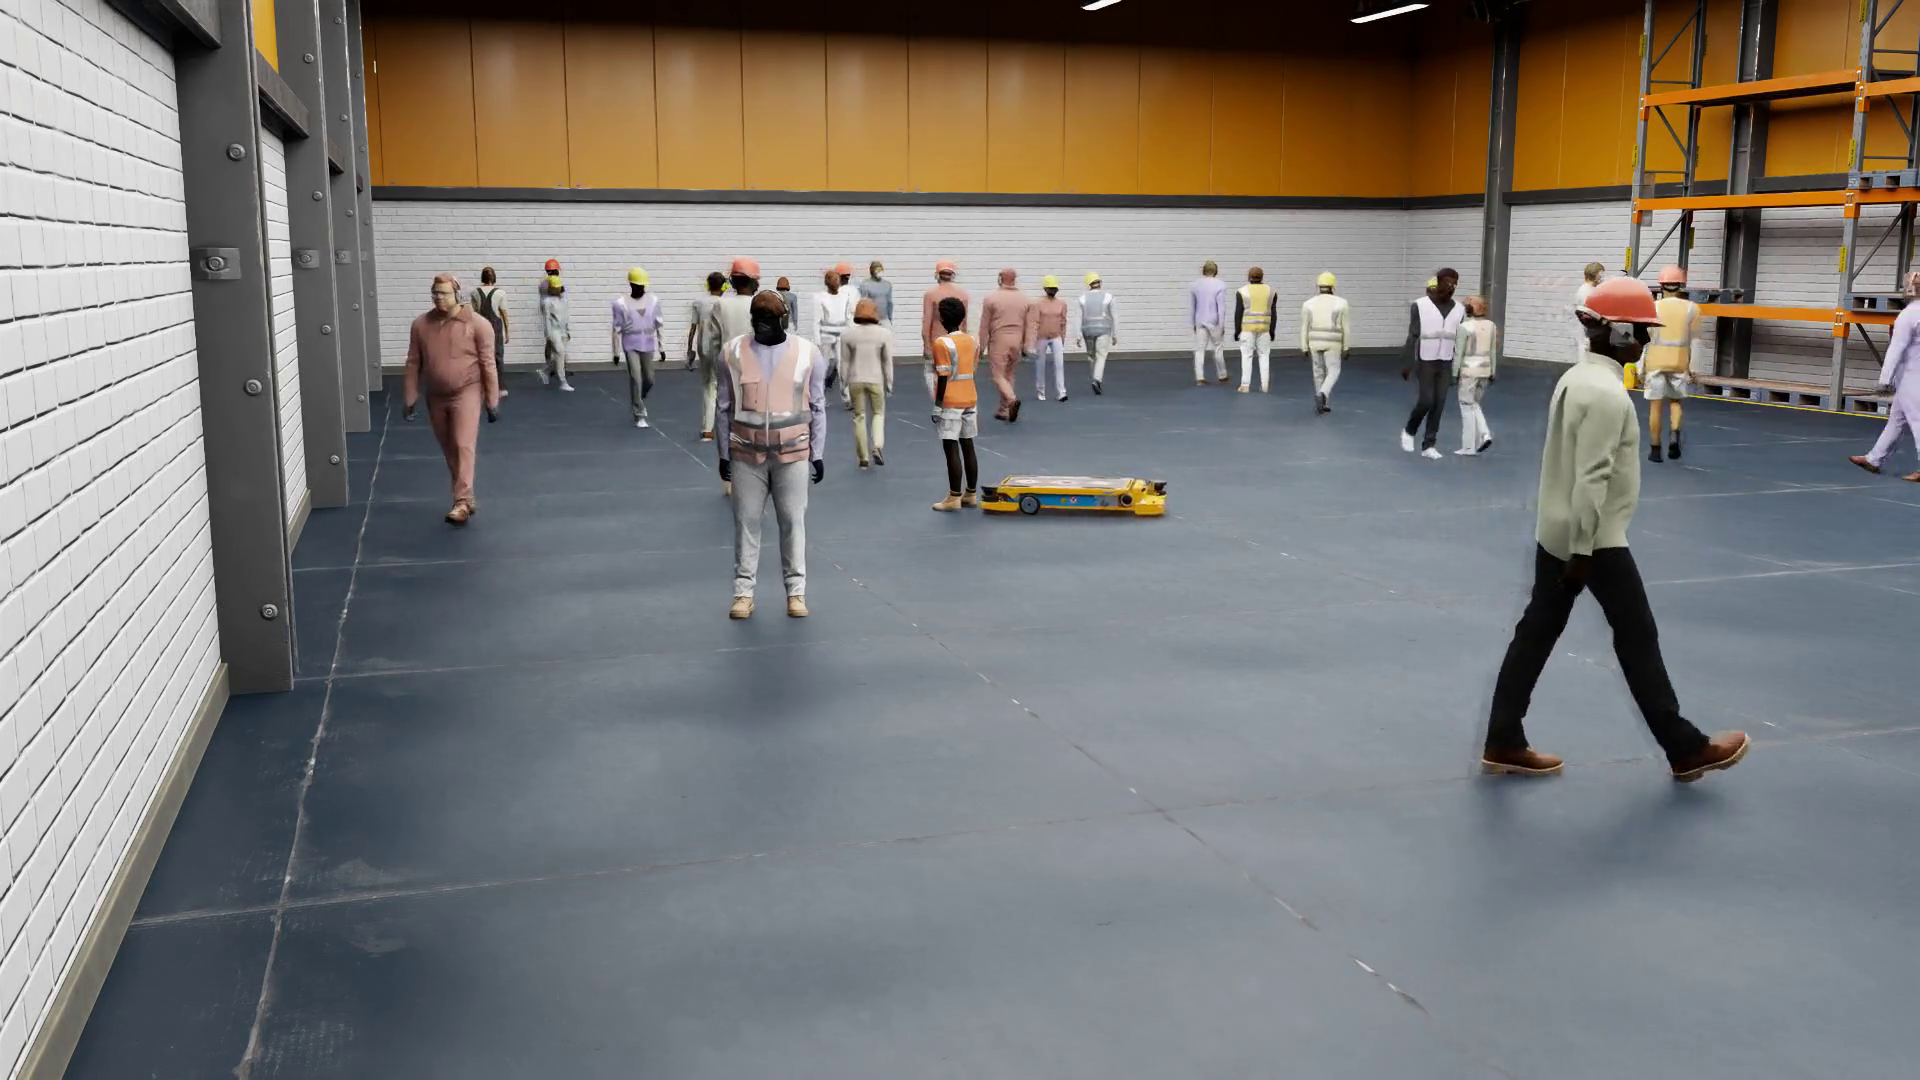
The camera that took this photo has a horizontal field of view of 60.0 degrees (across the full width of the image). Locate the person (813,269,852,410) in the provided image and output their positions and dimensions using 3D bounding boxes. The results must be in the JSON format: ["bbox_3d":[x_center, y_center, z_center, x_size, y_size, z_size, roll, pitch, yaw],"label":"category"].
[{"bbox_3d":[-1.675,-2.609,21.744,0.592,1.834,0.996,-6,11,-30],"label":"person"}]

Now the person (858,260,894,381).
[{"bbox_3d":[-1.309,-3.459,26.351,0.647,1.920,0.450,-8,13,-38],"label":"person"}]

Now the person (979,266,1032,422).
[{"bbox_3d":[0.568,-2.352,20.068,0.651,1.881,0.772,-5,11,-27],"label":"person"}]

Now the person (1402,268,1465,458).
[{"bbox_3d":[4.733,-1.761,16.612,0.650,1.887,0.446,-3,10,-16],"label":"person"}]

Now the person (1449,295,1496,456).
[{"bbox_3d":[5.148,-1.652,16.748,0.530,1.623,0.371,-6,11,-31],"label":"person"}]

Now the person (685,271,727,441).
[{"bbox_3d":[-2.698,-2.026,18.287,0.538,1.831,0.747,2,10,11],"label":"person"}]

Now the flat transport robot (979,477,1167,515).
[{"bbox_3d":[0.911,-0.364,13.208,1.431,0.197,0.652,2,10,10],"label":"flat transport robot"}]

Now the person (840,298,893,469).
[{"bbox_3d":[-0.890,-1.476,15.751,0.500,1.621,0.335,-1,10,-4],"label":"person"}]

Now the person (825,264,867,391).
[{"bbox_3d":[-1.741,-3.154,24.731,1.000,1.874,0.552,4,11,23],"label":"person"}]

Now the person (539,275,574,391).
[{"bbox_3d":[-6.022,-3.066,24.649,0.557,1.716,0.514,4,11,23],"label":"person"}]

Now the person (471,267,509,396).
[{"bbox_3d":[-6.684,-2.960,23.701,0.512,1.844,0.370,0,10,-2],"label":"person"}]

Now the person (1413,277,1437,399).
[{"bbox_3d":[6.247,-2.626,22.101,0.523,1.726,0.898,2,10,12],"label":"person"}]

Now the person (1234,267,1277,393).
[{"bbox_3d":[4.316,-3.072,24.351,0.633,1.840,0.429,-1,10,-7],"label":"person"}]

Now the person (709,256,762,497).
[{"bbox_3d":[-1.787,-1.396,14.162,0.639,2.000,0.952,2,10,14],"label":"person"}]

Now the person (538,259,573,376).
[{"bbox_3d":[-6.720,-3.683,27.590,0.545,1.943,0.347,6,12,32],"label":"person"}]

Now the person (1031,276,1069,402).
[{"bbox_3d":[1.236,-2.744,22.795,0.539,1.722,0.910,-2,10,-11],"label":"person"}]

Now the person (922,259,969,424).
[{"bbox_3d":[-0.194,-2.345,19.752,0.621,1.968,0.434,-5,11,-25],"label":"person"}]

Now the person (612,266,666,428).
[{"bbox_3d":[-3.829,-2.283,19.656,0.616,1.887,0.774,-6,11,-30],"label":"person"}]

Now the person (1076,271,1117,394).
[{"bbox_3d":[1.975,-3.012,24.203,0.593,1.782,0.919,2,10,13],"label":"person"}]

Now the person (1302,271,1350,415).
[{"bbox_3d":[4.562,-2.450,20.818,0.603,1.817,0.677,6,11,31],"label":"person"}]

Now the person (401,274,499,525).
[{"bbox_3d":[-3.862,-1.039,12.484,0.662,1.870,0.904,2,10,11],"label":"person"}]

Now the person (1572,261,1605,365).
[{"bbox_3d":[7.734,-2.454,20.489,0.373,1.939,0.628,3,10,17],"label":"person"}]

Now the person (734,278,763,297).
[{"bbox_3d":[-2.563,-2.337,19.901,0.816,1.911,0.551,6,12,33],"label":"person"}]

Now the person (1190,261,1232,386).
[{"bbox_3d":[3.876,-3.331,25.637,0.657,1.907,0.825,7,12,36],"label":"person"}]

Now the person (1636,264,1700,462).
[{"bbox_3d":[6.861,-1.703,16.163,0.563,1.927,0.422,2,10,10],"label":"person"}]

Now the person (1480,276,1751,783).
[{"bbox_3d":[2.527,-0.021,6.387,1.010,1.937,0.627,0,10,1],"label":"person"}]

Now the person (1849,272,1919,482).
[{"bbox_3d":[8.491,-1.473,15.017,0.683,1.863,0.959,-7,12,-36],"label":"person"}]

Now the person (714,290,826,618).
[{"bbox_3d":[-1.062,-0.474,9.321,0.619,1.839,0.430,-1,10,-3],"label":"person"}]

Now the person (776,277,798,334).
[{"bbox_3d":[-3.072,-3.777,29.040,0.500,1.628,0.280,1,10,8],"label":"person"}]

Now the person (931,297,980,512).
[{"bbox_3d":[-0.043,-1.072,13.173,0.319,1.698,0.538,7,12,34],"label":"person"}]
